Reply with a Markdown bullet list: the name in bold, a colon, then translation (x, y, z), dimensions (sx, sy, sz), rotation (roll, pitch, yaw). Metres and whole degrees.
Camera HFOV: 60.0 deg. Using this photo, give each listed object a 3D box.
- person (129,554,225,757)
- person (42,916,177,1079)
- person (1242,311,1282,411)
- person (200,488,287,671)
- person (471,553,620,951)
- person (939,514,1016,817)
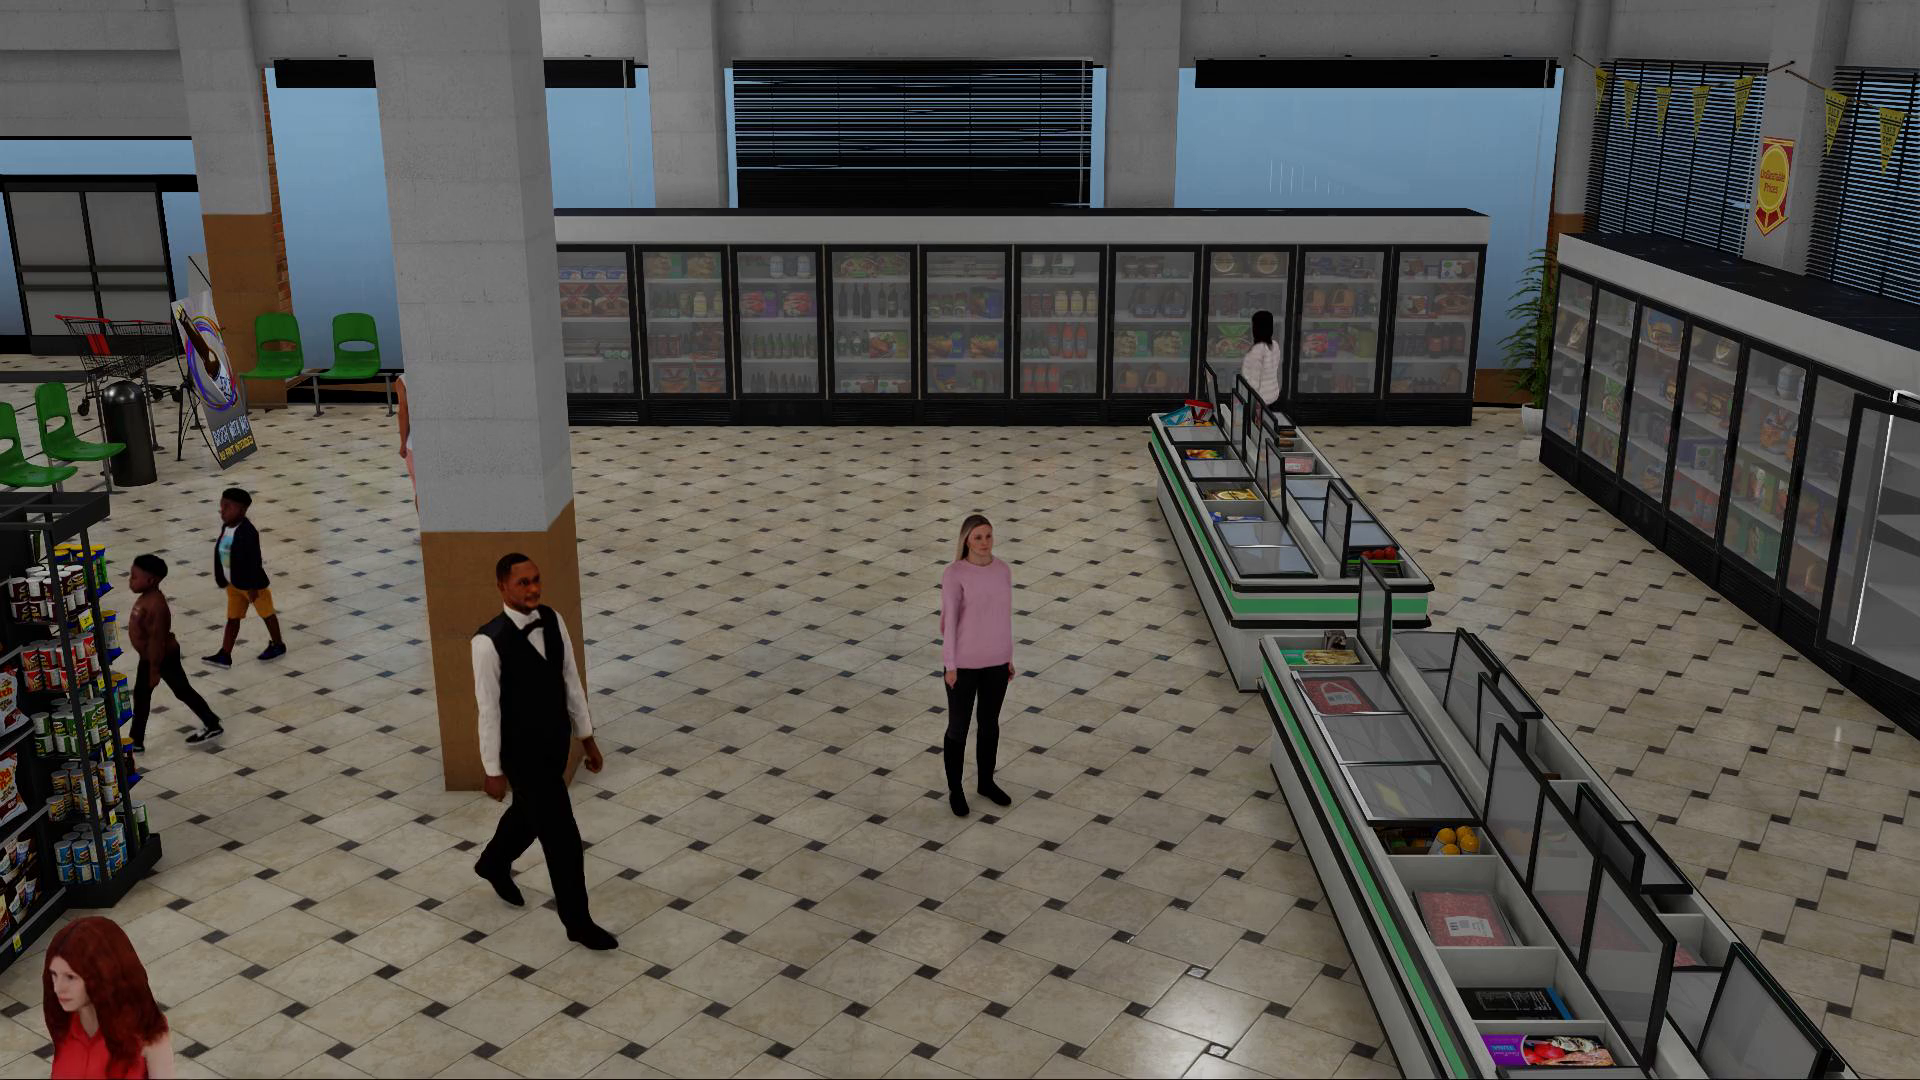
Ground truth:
- **person**: translation (-4.695, 0.694, 9.905), dimensions (0.890, 1.222, 0.903), rotation (-11, 20, -32)
- **person**: translation (-2.342, 1.912, 4.927), dimensions (0.785, 1.785, 1.201), rotation (4, 17, 13)
- **person**: translation (2.974, -1.384, 16.053), dimensions (0.868, 1.627, 0.810), rotation (14, 22, 38)
- **person**: translation (-4.800, 0.250, 11.325), dimensions (0.769, 1.246, 0.916), rotation (9, 19, 27)
- **person**: translation (-2.073, 0.962, 7.876), dimensions (1.155, 1.889, 1.290), rotation (9, 19, 28)
- **person**: translation (0.089, 0.669, 9.186), dimensions (0.683, 1.688, 0.695), rotation (-9, 19, -28)
